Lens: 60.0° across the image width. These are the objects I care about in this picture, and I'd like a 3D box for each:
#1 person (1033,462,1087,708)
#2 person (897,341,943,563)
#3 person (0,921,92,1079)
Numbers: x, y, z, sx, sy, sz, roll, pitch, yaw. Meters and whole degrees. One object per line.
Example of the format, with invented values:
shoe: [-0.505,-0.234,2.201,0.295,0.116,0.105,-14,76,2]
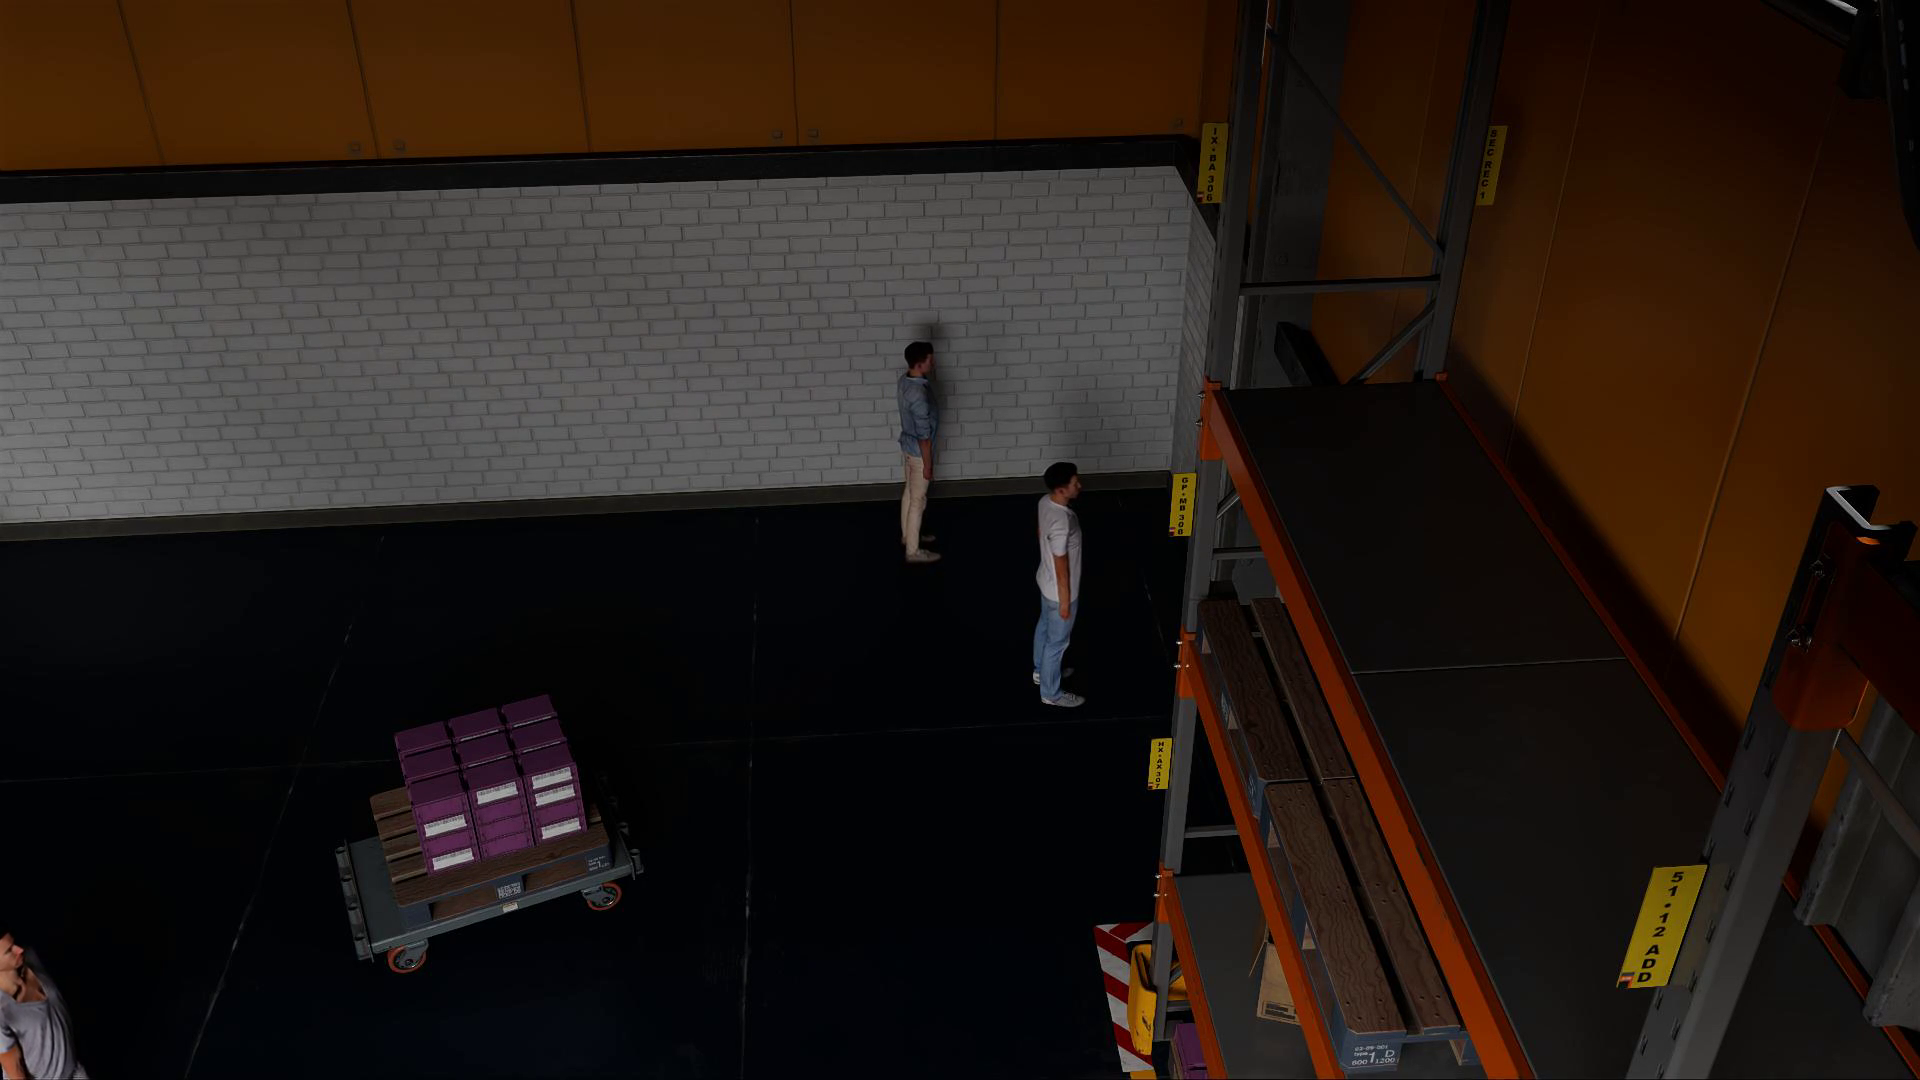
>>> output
person: [0.661,0.279,11.252,0.743,1.864,0.497,-5,34,-7]
person: [-0.333,-0.691,12.727,0.724,1.848,0.533,-8,34,-11]
person: [-4.385,2.493,7.931,0.726,1.853,0.484,-3,34,-5]
